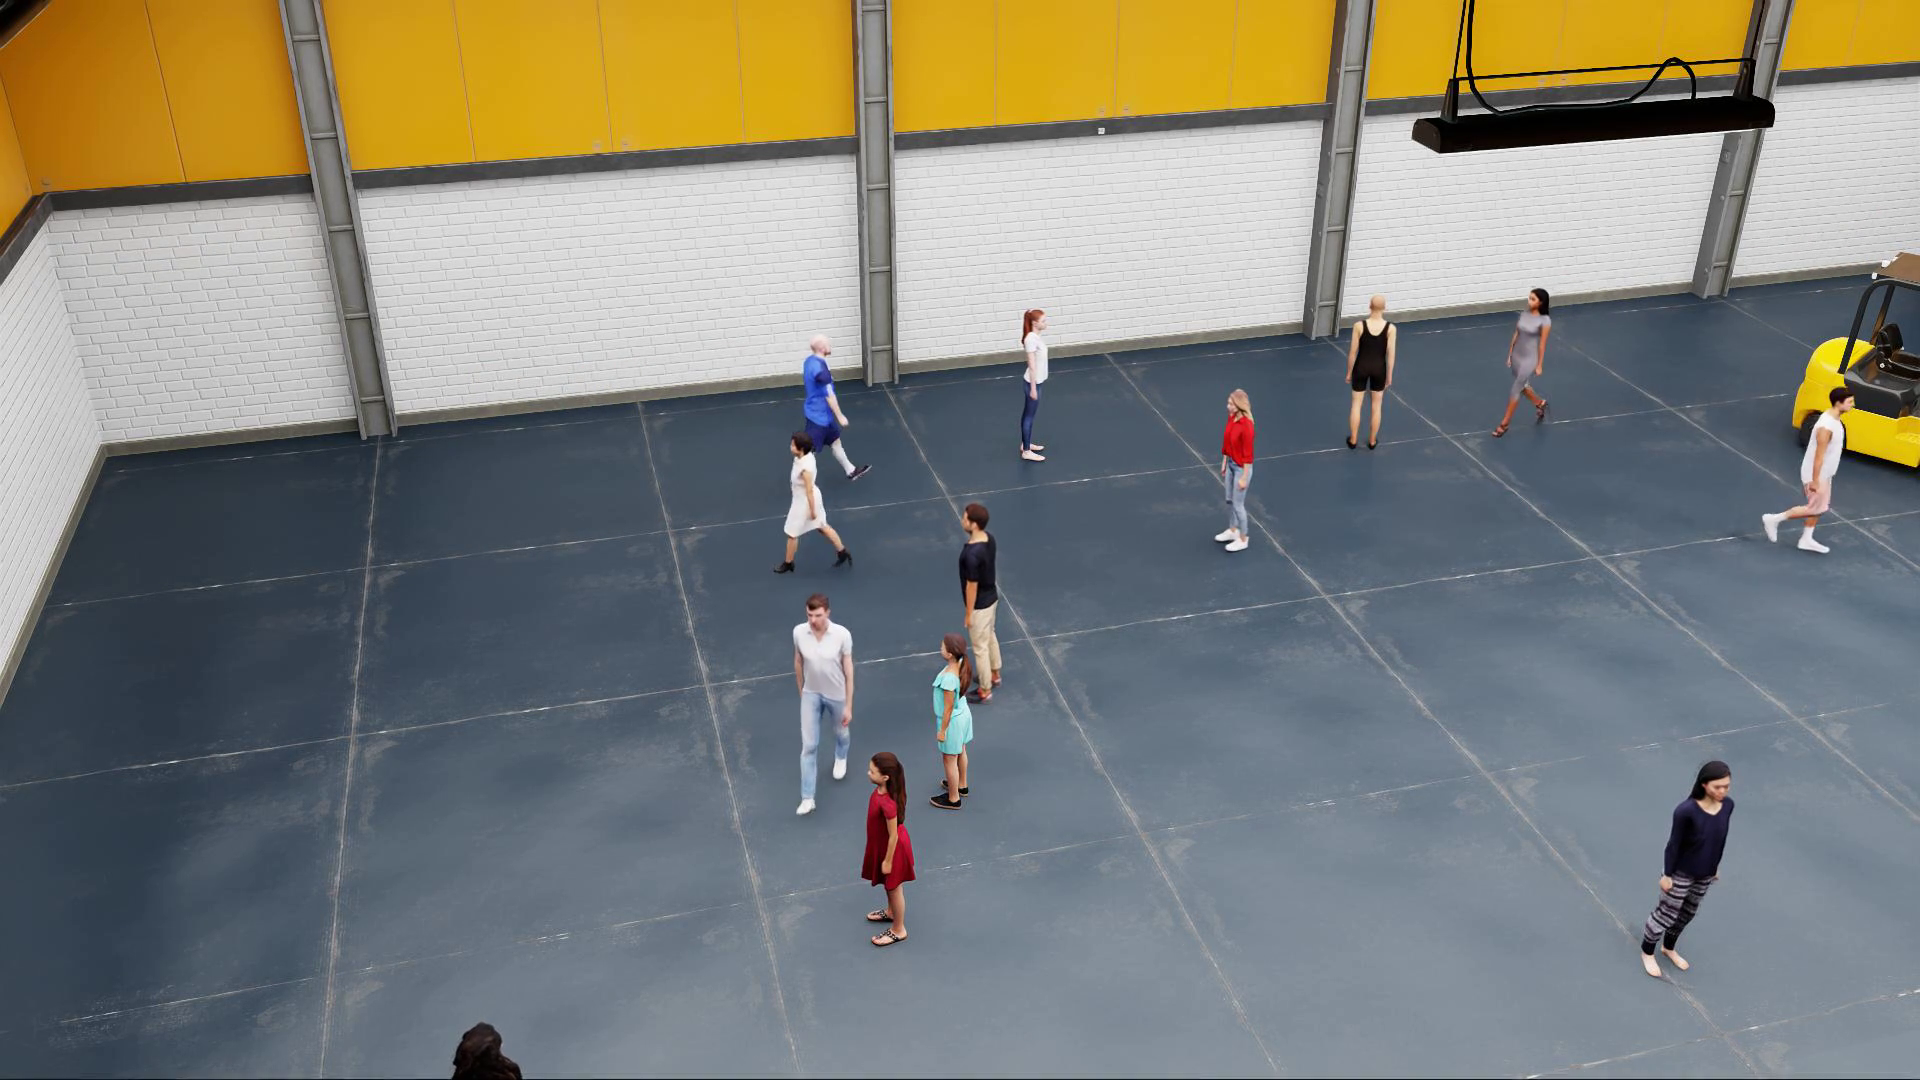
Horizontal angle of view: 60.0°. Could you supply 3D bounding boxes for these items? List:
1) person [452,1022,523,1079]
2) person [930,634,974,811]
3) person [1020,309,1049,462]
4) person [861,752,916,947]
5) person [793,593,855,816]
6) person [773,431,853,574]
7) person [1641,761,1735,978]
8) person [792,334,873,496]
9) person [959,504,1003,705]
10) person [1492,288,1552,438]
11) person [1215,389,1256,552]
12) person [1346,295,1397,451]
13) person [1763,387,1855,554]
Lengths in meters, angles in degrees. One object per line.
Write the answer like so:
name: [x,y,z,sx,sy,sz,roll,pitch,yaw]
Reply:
person: [-2.575,3.351,9.299,0.635,1.625,0.718,7,29,13]
person: [-0.052,1.394,12.956,0.699,1.558,0.650,11,31,20]
person: [0.799,-1.748,18.528,0.613,1.738,0.619,2,29,4]
person: [-0.497,2.124,11.622,0.610,1.554,0.552,-5,29,-9]
person: [-1.022,1.184,13.091,1.188,1.798,1.003,3,29,6]
person: [-1.405,-0.356,16.205,1.056,1.518,0.721,0,29,-1]
person: [4.953,2.205,11.287,0.445,1.733,0.667,-8,30,-15]
person: [-1.572,-1.278,17.615,1.134,1.787,0.677,-8,30,-14]
person: [0.192,0.534,14.226,0.739,1.852,0.716,9,30,16]
person: [6.540,-2.037,19.044,1.122,1.751,0.746,-13,31,-23]
person: [2.793,-0.708,16.666,0.542,1.696,0.639,-11,30,-19]
person: [4.602,-1.883,18.695,0.595,1.815,0.771,4,29,8]
person: [8.478,-0.706,16.578,0.995,1.777,0.964,20,34,31]
